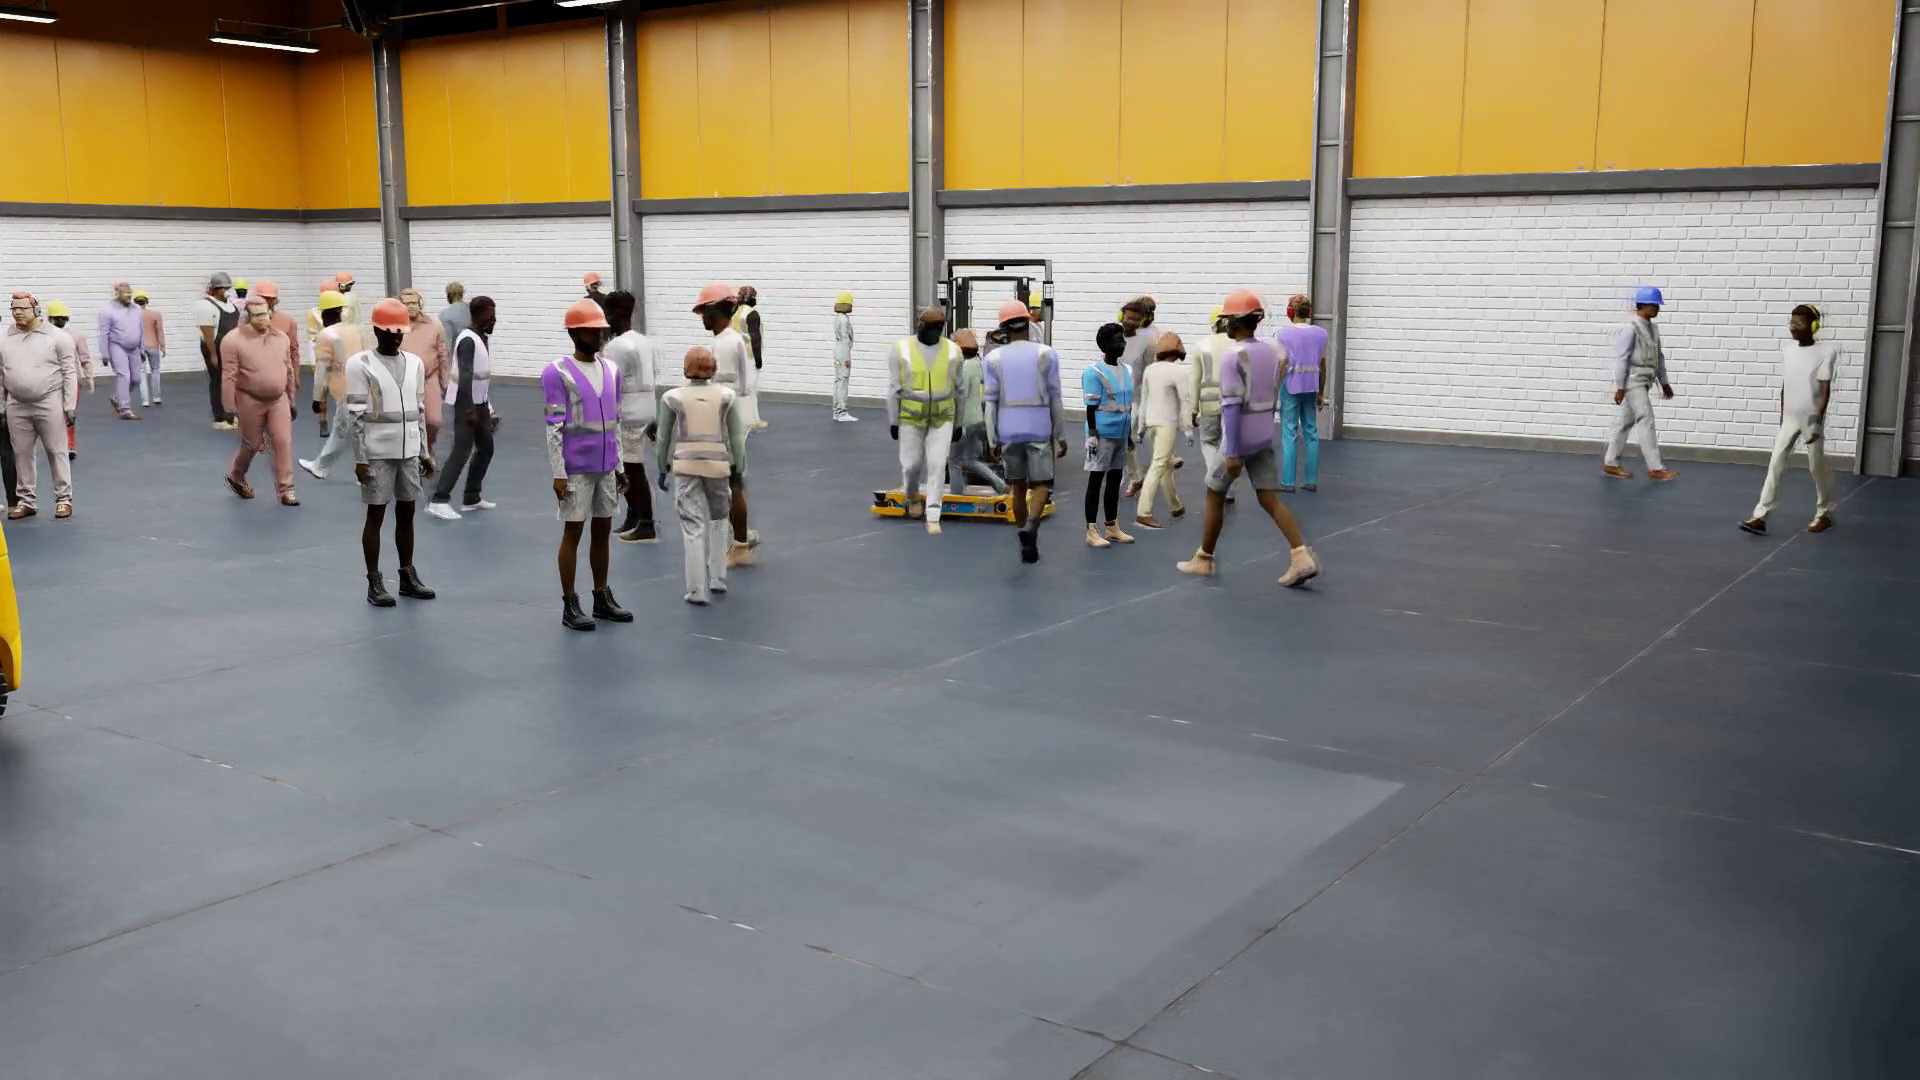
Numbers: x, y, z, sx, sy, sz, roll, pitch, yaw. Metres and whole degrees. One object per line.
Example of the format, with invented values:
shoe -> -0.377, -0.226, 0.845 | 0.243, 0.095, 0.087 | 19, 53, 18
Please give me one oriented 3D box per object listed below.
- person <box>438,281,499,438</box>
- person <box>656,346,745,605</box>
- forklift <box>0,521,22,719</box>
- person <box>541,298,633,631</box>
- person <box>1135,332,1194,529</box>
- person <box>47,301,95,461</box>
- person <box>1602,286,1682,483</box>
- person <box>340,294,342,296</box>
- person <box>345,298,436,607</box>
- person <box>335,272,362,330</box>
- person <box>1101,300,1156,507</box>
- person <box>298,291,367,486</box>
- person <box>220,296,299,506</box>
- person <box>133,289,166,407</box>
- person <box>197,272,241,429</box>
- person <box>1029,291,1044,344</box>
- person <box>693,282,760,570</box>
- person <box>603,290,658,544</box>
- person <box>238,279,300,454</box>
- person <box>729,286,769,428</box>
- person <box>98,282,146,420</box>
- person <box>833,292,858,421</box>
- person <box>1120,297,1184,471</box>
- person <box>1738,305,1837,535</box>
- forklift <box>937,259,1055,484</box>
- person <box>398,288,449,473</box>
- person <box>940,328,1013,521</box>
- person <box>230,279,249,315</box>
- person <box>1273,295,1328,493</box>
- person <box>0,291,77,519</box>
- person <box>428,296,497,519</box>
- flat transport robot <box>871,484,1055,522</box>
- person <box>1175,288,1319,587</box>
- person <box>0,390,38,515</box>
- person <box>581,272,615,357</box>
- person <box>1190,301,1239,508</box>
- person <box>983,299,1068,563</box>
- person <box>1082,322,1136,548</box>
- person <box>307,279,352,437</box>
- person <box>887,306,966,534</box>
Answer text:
person -> -5.956, -2.176, 20.159 | 0.638, 1.926, 0.657 | 6, 11, 33
person -> -1.648, -0.415, 10.547 | 0.547, 1.612, 0.583 | -2, 10, -14
forklift -> -5.296, -0.090, 6.943 | 1.214, 2.155, 2.313 | 7, 12, 35
person -> -2.185, -0.447, 9.823 | 0.350, 1.942, 0.545 | 7, 12, 37
person -> 1.688, -0.909, 13.644 | 0.803, 1.582, 0.557 | -6, 11, -32
person -> -9.642, -1.704, 17.938 | 0.549, 1.714, 0.892 | -8, 13, -40
person -> 6.742, -1.515, 16.274 | 0.929, 1.908, 0.622 | 8, 13, 41
person -> -10.088, -3.252, 27.497 | 0.328, 1.622, 0.540 | 1, 10, 5
person -> -3.569, -0.553, 10.493 | 0.374, 1.928, 0.542 | 7, 12, 37
person -> -9.164, -3.012, 24.935 | 0.397, 1.992, 0.621 | -1, 10, -6
person -> 1.494, -1.230, 14.901 | 0.540, 1.827, 0.949 | 6, 11, 34
person -> -5.990, -1.444, 15.973 | 1.035, 1.860, 0.609 | 3, 10, 15
person -> -6.255, -1.241, 14.819 | 0.895, 1.866, 0.679 | 9, 13, 43
person -> -12.172, -2.864, 24.837 | 0.548, 1.734, 0.814 | -5, 11, -26
person -> -9.429, -2.430, 21.337 | 0.538, 2.000, 0.688 | 3, 10, 15
person -> 0.802, -1.834, 18.406 | 0.403, 1.832, 0.595 | 4, 10, 24
person -> -1.663, -0.788, 11.645 | 0.422, 2.010, 0.610 | -2, 10, -10
person -> -2.569, -0.927, 12.701 | 0.570, 1.938, 0.637 | 1, 10, 5
person -> -7.409, -1.809, 17.841 | 0.626, 1.970, 0.660 | -5, 11, -26
person -> -2.762, -2.377, 21.628 | 0.430, 1.839, 0.619 | -8, 13, -40
person -> -11.468, -2.579, 22.705 | 0.598, 1.886, 0.676 | 4, 10, 20
person -> -1.557, -2.482, 22.528 | 0.318, 1.742, 0.492 | -3, 10, -16
person -> 1.859, -1.560, 16.890 | 0.619, 1.788, 0.985 | -7, 12, -35
person -> 6.606, -0.932, 13.087 | 0.980, 1.820, 0.513 | -6, 11, -31
forklift -> 0.370, -1.738, 16.759 | 1.214, 2.155, 2.313 | 1, 10, 3
person -> -5.436, -1.560, 16.601 | 0.662, 1.890, 0.434 | -4, 10, -21
person -> 0.128, -0.951, 13.802 | 0.627, 1.606, 0.521 | 3, 10, 17
person -> -11.575, -3.266, 26.860 | 0.590, 1.863, 1.040 | -7, 12, -35
person -> 3.162, -1.353, 15.503 | 0.572, 1.843, 0.373 | -4, 10, -22
person -> -7.759, -1.121, 13.939 | 0.651, 1.906, 0.403 | -1, 10, -9
person -> -4.241, -1.140, 14.194 | 0.582, 1.870, 0.809 | -1, 10, -4
flat transport robot -> 0.027, -0.326, 14.066 | 1.431, 0.197, 0.652 | 3, 10, 19
person -> 1.957, -0.676, 11.091 | 0.621, 1.992, 1.086 | -8, 13, -41
person -> -8.183, -1.115, 14.094 | 0.508, 1.845, 0.345 | 1, 10, 3
person -> -5.786, -3.218, 26.206 | 0.548, 1.975, 0.652 | 7, 12, 36
person -> 2.304, -1.166, 14.485 | 0.621, 1.810, 0.436 | 0, 10, 0
person -> 0.448, -0.738, 11.699 | 0.614, 1.895, 0.702 | 2, 10, 9
person -> 1.134, -0.794, 12.609 | 0.318, 1.700, 0.535 | 9, 13, 43
person -> -7.702, -2.226, 20.438 | 0.551, 1.932, 0.378 | -8, 12, -38
person -> -0.278, -0.978, 13.398 | 0.634, 1.813, 0.687 | -1, 10, -7
